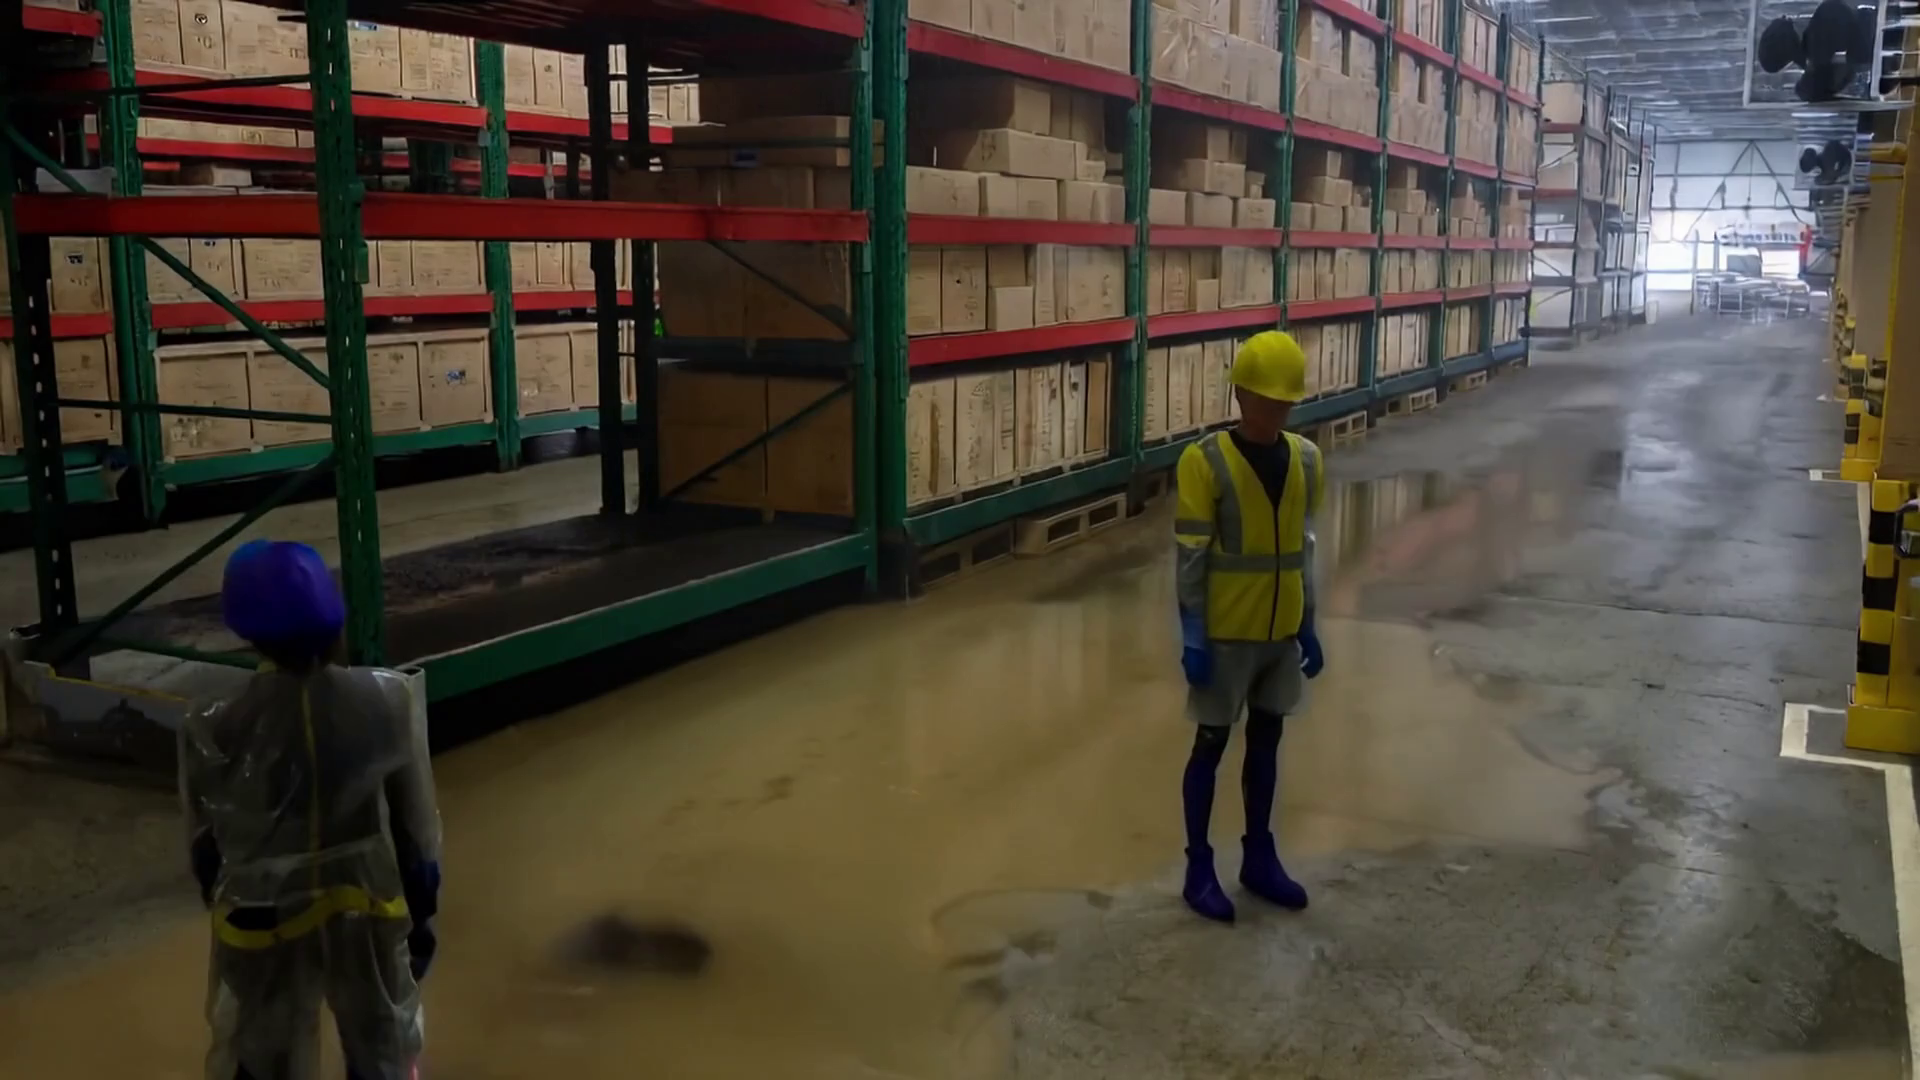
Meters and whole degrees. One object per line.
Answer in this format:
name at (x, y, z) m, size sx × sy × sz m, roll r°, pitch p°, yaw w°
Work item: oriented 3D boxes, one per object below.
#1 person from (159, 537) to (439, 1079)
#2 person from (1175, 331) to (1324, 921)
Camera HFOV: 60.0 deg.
person at (-1.263, 0.809, 3.254) m, size 0.519 × 1.641 × 0.311 m, roll -8°, pitch 13°, yaw -40°
person at (0.967, 0.282, 5.470) m, size 0.543 × 1.928 × 0.371 m, roll -5°, pitch 11°, yaw -25°
